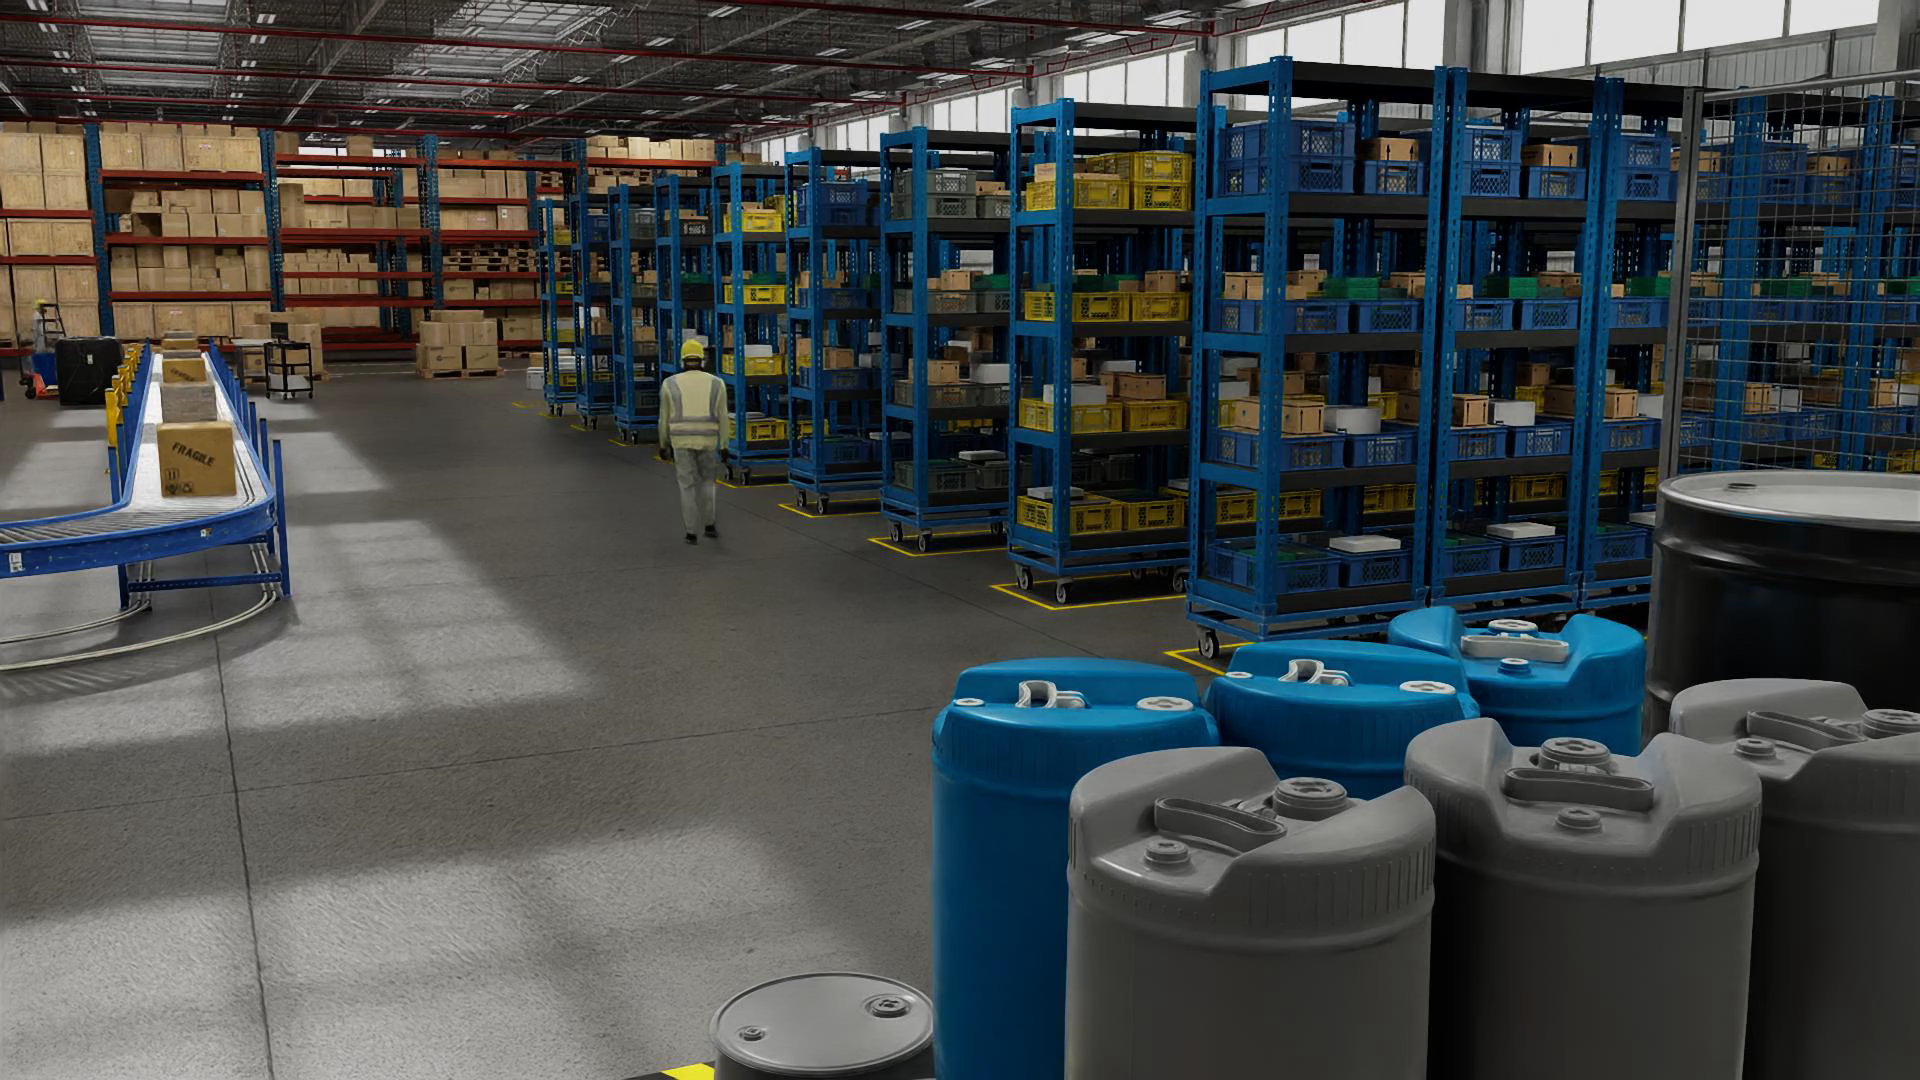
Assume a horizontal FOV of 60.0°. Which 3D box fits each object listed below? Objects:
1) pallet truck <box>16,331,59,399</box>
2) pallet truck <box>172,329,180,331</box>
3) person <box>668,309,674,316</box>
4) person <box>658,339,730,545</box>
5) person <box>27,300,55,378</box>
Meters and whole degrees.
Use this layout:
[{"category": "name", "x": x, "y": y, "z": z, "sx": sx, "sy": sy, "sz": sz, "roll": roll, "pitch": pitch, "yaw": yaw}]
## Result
[{"category": "pallet truck", "x": -17.082, "y": -3.353, "z": 31.781, "sx": 1.630, "sy": 1.274, "sz": 0.653, "roll": -4, "pitch": 10, "yaw": -25}, {"category": "pallet truck", "x": -17.275, "y": -3.851, "z": 35.096, "sx": 1.601, "sy": 1.201, "sz": 0.680, "roll": 0, "pitch": 9, "yaw": 1}, {"category": "person", "x": -6.288, "y": -4.357, "z": 36.136, "sx": 0.629, "sy": 1.918, "sz": 0.953, "roll": 2, "pitch": 9, "yaw": 12}, {"category": "person", "x": -2.386, "y": -0.880, "z": 14.854, "sx": 0.613, "sy": 1.806, "sz": 0.656, "roll": -3, "pitch": 10, "yaw": -16}, {"category": "person", "x": -20.825, "y": -4.564, "z": 37.815, "sx": 0.913, "sy": 1.786, "sz": 0.583, "roll": -3, "pitch": 10, "yaw": -19}]
